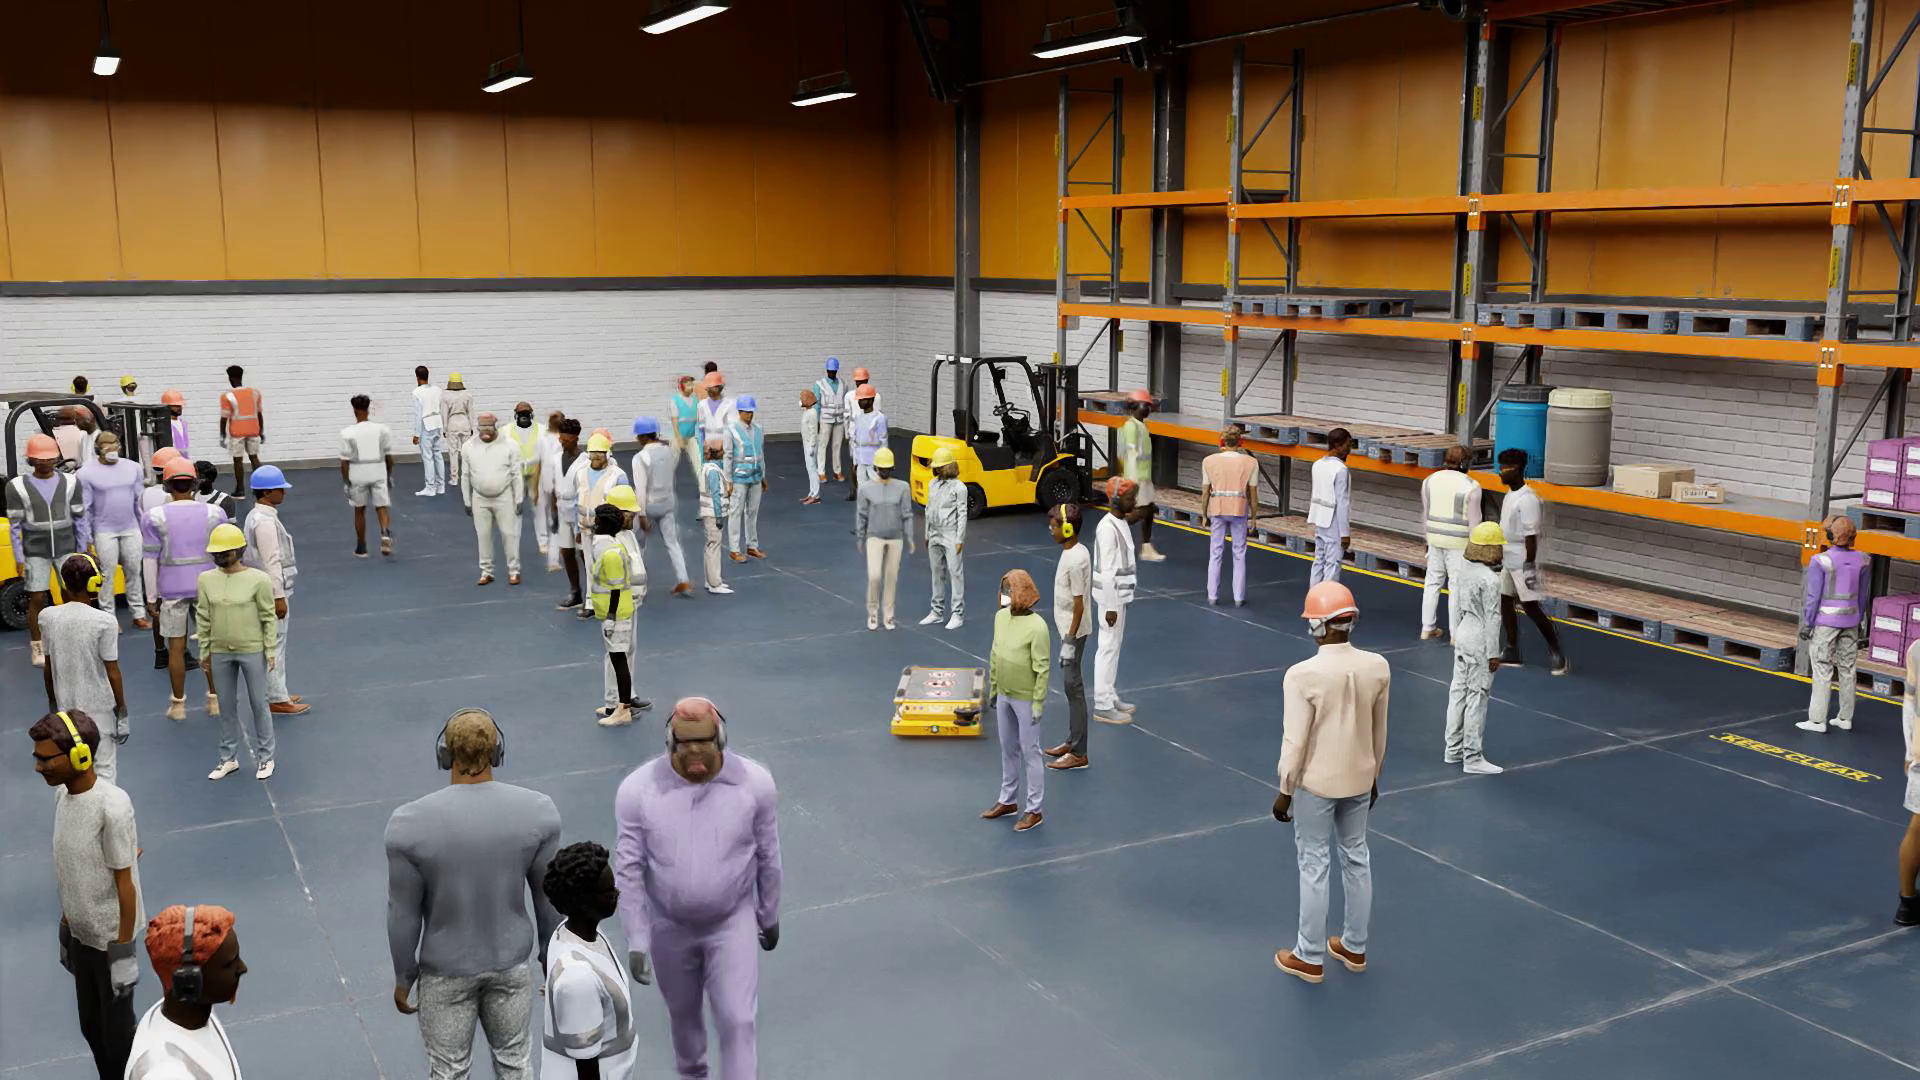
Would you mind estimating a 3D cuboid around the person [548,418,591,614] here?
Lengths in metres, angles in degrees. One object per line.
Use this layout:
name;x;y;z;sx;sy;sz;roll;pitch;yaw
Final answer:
person;-3.820;-0.242;16.502;0.623;1.954;0.393;6;12;32

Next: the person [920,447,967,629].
person;-0.152;-0.023;15.866;0.485;1.740;0.303;8;13;39

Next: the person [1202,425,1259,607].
person;2.720;-0.233;16.796;0.562;1.837;0.387;2;10;13

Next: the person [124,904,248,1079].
person;-2.058;1.885;4.495;0.344;1.876;0.577;-4;10;-20

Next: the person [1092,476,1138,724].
person;1.184;0.450;12.724;0.337;1.882;0.584;2;10;13

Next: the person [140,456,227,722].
person;-5.912;0.376;12.739;0.611;2.032;0.411;-7;12;-34

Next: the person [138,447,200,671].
person;-6.744;0.165;14.257;0.540;1.930;0.384;5;11;27

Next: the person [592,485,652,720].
person;-2.606;0.474;12.777;0.403;1.818;0.606;1;10;4

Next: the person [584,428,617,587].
person;-3.747;-0.305;17.441;0.337;1.752;0.564;5;11;27

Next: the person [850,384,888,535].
person;-1.160;-0.998;20.907;0.552;1.935;0.374;9;13;42

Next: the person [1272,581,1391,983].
person;1.816;1.183;8.194;0.609;1.991;0.388;-4;11;-24

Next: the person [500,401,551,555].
person;-5.121;-0.722;19.637;0.623;1.835;0.431;-3;10;-15

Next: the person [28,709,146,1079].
person;-3.347;1.558;6.445;0.527;1.856;0.340;7;12;37

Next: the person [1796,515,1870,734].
person;6.504;0.631;12.387;0.523;1.638;0.310;-2;10;-14

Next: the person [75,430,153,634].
person;-7.935;-0.072;15.612;0.367;1.929;0.637;8;13;38

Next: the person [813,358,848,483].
person;-1.994;-1.867;25.888;0.613;1.943;0.400;-6;12;-33

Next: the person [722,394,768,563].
person;-2.473;-0.715;19.244;0.396;1.946;0.617;8;13;40

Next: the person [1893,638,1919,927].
person;5.175;1.128;8.667;0.378;1.936;0.548;-3;10;-16

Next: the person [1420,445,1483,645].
person;4.515;0.040;15.250;0.431;1.835;0.621;-8;12;-37

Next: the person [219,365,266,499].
person;-10.412;-1.565;24.109;0.420;1.959;0.664;8;13;39

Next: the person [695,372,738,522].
person;-3.225;-1.255;22.248;0.632;1.987;1.050;3;10;17

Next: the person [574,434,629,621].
person;-3.490;-0.115;16.110;0.590;1.837;0.404;4;11;20

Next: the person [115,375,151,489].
person;-12.273;-1.562;24.684;0.349;1.758;0.521;6;11;31

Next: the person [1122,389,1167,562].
person;2.066;-0.738;19.223;0.642;2.001;0.651;4;11;24

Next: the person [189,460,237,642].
person;-6.872;0.105;15.252;0.532;1.696;0.319;3;10;17

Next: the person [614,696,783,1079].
person;-1.014;1.538;6.509;0.643;1.862;0.917;-1;10;-6

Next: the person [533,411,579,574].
person;-4.483;-0.563;18.794;0.541;1.793;0.959;2;10;13

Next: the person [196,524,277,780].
person;-4.908;0.759;11.285;0.534;1.766;0.310;0;10;0

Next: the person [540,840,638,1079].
person;-1.210;1.806;5.446;0.318;1.699;0.535;-3;10;-15

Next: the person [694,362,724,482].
person;-3.898;-1.855;26.096;0.604;1.844;0.981;5;11;26

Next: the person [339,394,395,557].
person;-6.892;-0.737;19.374;0.628;1.940;0.690;-6;12;-31

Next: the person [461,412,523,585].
person;-5.014;-0.437;17.845;0.649;1.889;0.407;-1;10;-6

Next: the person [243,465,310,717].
person;-5.326;0.390;12.884;0.384;1.949;0.604;-6;11;-30

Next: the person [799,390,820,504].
person;-2.147;-1.332;23.730;0.272;1.627;0.502;-3;10;-16

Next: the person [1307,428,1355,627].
person;3.542;-0.117;15.906;0.390;1.914;0.587;-3;10;-15

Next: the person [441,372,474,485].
person;-7.728;-1.717;25.607;0.484;1.744;0.295;-5;11;-27

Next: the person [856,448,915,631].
person;-0.699;-0.001;15.695;0.533;1.749;0.448;-2;10;-13

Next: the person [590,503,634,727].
person;-2.638;0.560;12.623;0.318;1.700;0.535;-2;10;-13

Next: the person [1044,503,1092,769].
person;0.752;0.665;11.544;0.328;1.865;0.520;1;10;3

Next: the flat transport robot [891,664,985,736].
flat transport robot;-0.150;1.226;12.897;0.652;0.197;1.431;0;10;3

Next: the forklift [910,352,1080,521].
forklift;0.460;-1.461;22.833;2.313;2.155;1.214;-5;11;-28

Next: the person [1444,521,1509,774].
person;3.593;0.732;11.506;0.323;1.742;0.492;-2;10;-13

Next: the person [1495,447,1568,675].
person;4.902;0.172;14.246;0.670;1.925;0.651;0;10;2

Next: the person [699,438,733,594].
person;-2.579;-0.256;17.492;0.308;1.641;0.514;-3;10;-15

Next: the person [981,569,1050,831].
person;0.354;0.985;10.362;0.283;1.633;0.497;-8;13;-38

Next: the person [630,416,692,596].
person;-3.176;-0.347;17.315;0.955;1.905;0.607;8;13;39

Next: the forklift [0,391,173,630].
forklift;-9.026;-0.363;16.508;1.214;2.155;2.313;6;11;29

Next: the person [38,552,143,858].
person;-5.065;0.997;9.659;0.510;1.861;0.324;1;10;8

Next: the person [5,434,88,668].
person;-7.858;0.091;14.381;0.608;2.033;0.426;-8;13;-40

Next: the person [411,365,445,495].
person;-7.825;-1.607;24.478;0.398;1.915;0.589;4;11;21

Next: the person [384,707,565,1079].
person;-1.780;1.569;6.165;0.637;1.930;0.374;-5;11;-26

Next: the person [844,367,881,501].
person;-1.404;-1.517;23.890;0.546;1.939;0.375;2;10;10

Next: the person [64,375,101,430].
person;-12.469;-1.429;23.738;0.529;1.829;0.775;-7;12;-36
